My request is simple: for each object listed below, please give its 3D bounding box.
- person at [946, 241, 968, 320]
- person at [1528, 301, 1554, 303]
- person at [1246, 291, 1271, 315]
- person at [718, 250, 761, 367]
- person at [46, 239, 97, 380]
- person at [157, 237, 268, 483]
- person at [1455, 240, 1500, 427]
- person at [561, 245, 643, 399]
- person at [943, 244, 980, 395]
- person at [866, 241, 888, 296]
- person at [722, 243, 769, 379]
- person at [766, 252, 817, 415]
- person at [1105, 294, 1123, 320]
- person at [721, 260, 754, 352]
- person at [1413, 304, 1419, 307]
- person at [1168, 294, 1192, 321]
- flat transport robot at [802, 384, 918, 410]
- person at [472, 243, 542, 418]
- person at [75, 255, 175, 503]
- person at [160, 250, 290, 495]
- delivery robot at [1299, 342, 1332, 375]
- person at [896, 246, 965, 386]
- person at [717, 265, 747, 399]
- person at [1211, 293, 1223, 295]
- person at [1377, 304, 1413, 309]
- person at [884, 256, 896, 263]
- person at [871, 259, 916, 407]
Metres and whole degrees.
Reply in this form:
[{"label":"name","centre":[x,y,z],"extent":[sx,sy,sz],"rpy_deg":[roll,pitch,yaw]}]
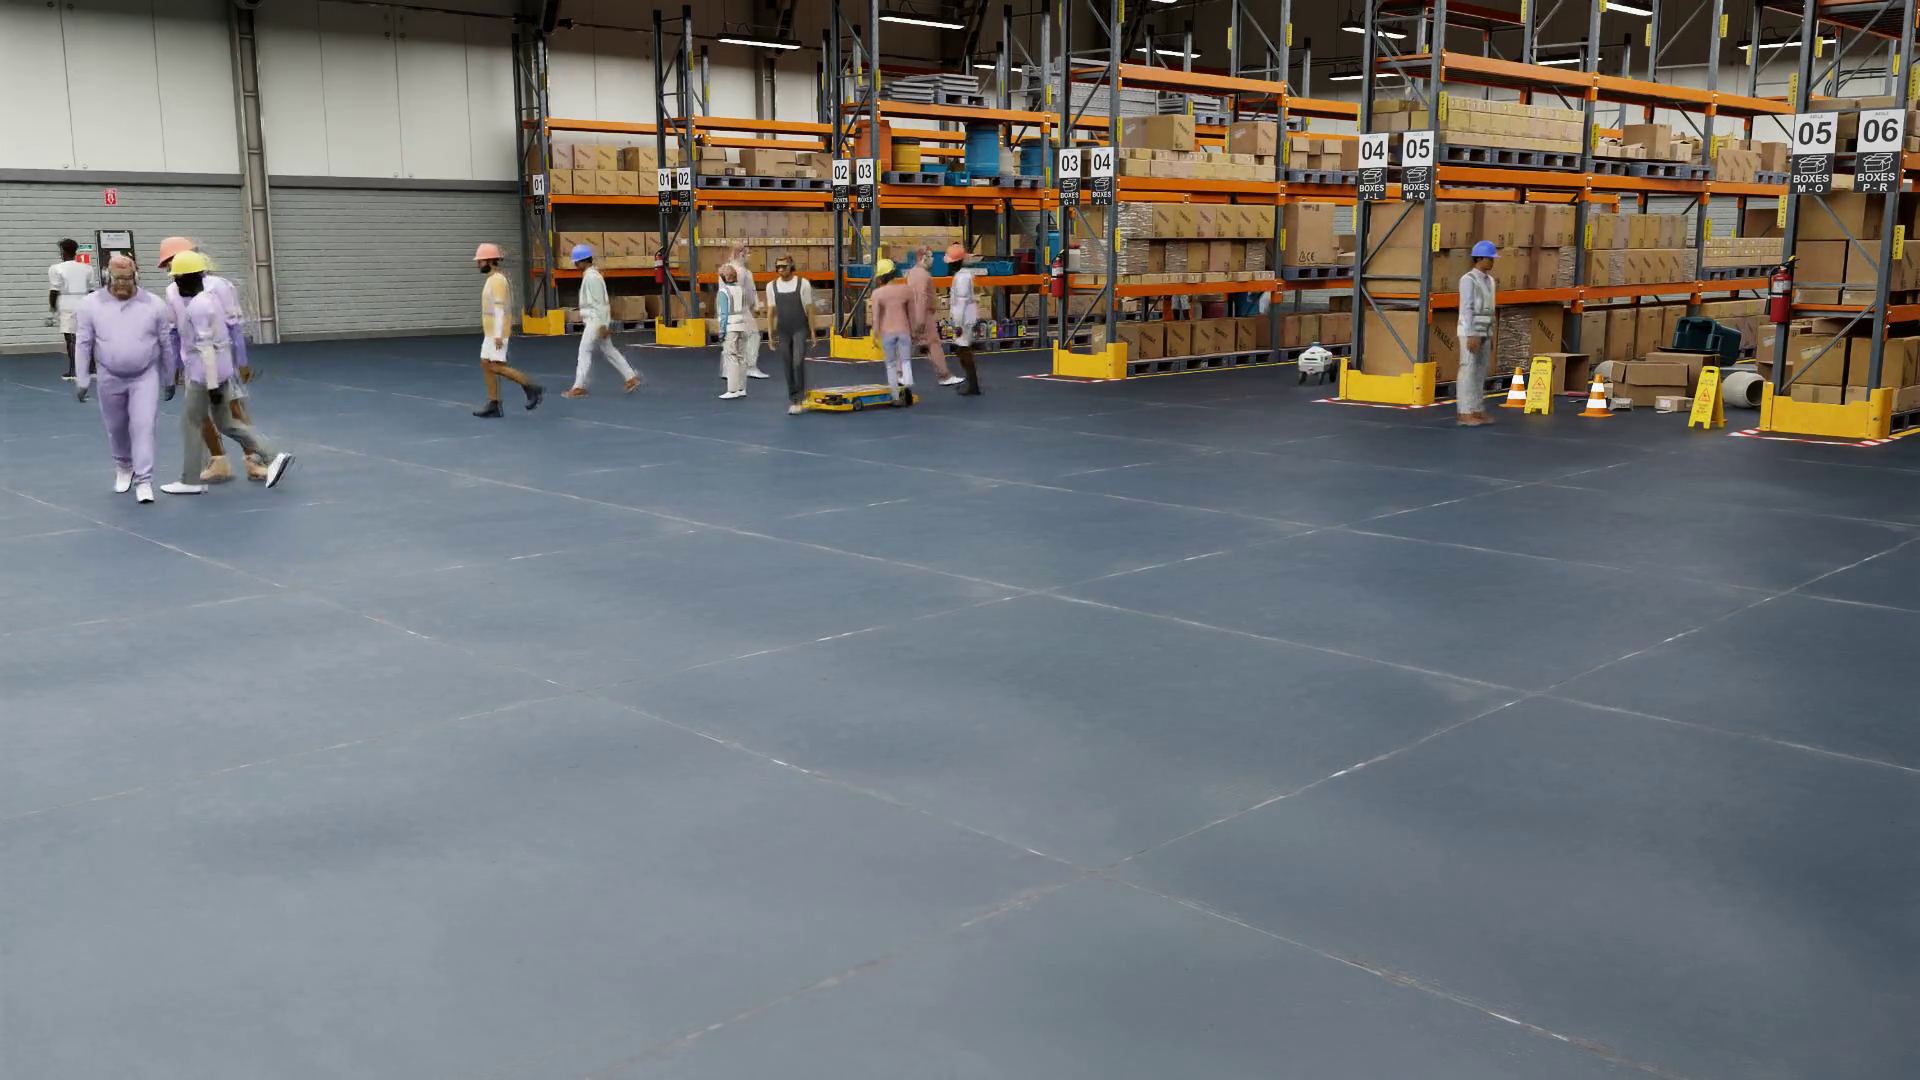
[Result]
[{"label":"person","centre":[-0.042,-5.136,33.904],"extent":[0.509,1.872,0.329],"rpy_deg":[3,11,18]},{"label":"person","centre":[9.323,-3.863,26.984],"extent":[1.016,1.872,0.599],"rpy_deg":[-10,14,-43]},{"label":"person","centre":[5.570,-4.558,30.700],"extent":[1.019,1.882,0.658],"rpy_deg":[-7,12,-33]},{"label":"person","centre":[-3.436,-3.597,25.736],"extent":[0.595,1.795,0.913],"rpy_deg":[-9,13,-39]},{"label":"person","centre":[-12.440,-3.219,23.310],"extent":[0.462,1.949,0.657],"rpy_deg":[7,13,35]},{"label":"person","centre":[-6.016,-1.440,13.453],"extent":[0.842,1.988,0.413],"rpy_deg":[2,11,10]},{"label":"person","centre":[5.494,-2.196,17.660],"extent":[0.401,1.948,0.609],"rpy_deg":[10,14,44]},{"label":"person","centre":[-4.464,-2.722,20.697],"extent":[0.980,1.898,0.641],"rpy_deg":[-3,11,-16]},{"label":"person","centre":[0.018,-2.771,20.942],"extent":[0.525,1.890,0.569],"rpy_deg":[-1,10,-7]},{"label":"person","centre":[-1.834,-5.438,35.584],"extent":[0.722,1.885,0.358],"rpy_deg":[-1,10,-6]},{"label":"person","centre":[-2.992,-3.181,23.219],"extent":[0.763,1.882,0.661],"rpy_deg":[-4,11,-22]},{"label":"person","centre":[-1.896,-2.292,18.552],"extent":[0.531,1.807,0.739],"rpy_deg":[2,11,10]},{"label":"person","centre":[3.222,-5.415,35.284],"extent":[0.546,1.922,0.570],"rpy_deg":[7,13,35]},{"label":"person","centre":[-3.771,-4.012,28.192],"extent":[0.948,1.714,0.529],"rpy_deg":[6,12,31]},{"label":"person","centre":[7.102,-3.641,26.351],"extent":[0.562,1.662,0.808],"rpy_deg":[0,10,2]},{"label":"person","centre":[4.066,-4.574,30.651],"extent":[0.542,1.938,0.357],"rpy_deg":[9,14,42]},{"label":"flat transport robot","centre":[-1.210,-1.688,19.577],"extent":[0.652,0.197,1.431],"rpy_deg":[9,14,39]},{"label":"person","centre":[-5.069,-2.321,18.424],"extent":[0.655,1.914,0.555],"rpy_deg":[-6,12,-28]},{"label":"person","centre":[-6.390,-1.257,12.763],"extent":[0.666,1.863,0.971],"rpy_deg":[-4,11,-23]},{"label":"person","centre":[-5.789,-1.303,12.956],"extent":[0.877,1.894,0.585],"rpy_deg":[-2,11,-10]},{"label":"delivery robot","centre":[4.874,-2.466,22.777],"extent":[0.477,0.478,0.707],"rpy_deg":[4,12,23]},{"label":"person","centre":[-0.463,-2.966,22.110],"extent":[0.986,1.852,0.664],"rpy_deg":[-3,11,-14]},{"label":"person","centre":[-2.812,-2.555,20.465],"extent":[0.314,1.636,0.515],"rpy_deg":[4,11,22]},{"label":"person","centre":[6.175,-6.149,39.579],"extent":[0.540,1.820,0.975],"rpy_deg":[7,12,32]},{"label":"person","centre":[6.004,-3.165,22.994],"extent":[0.431,1.927,0.653],"rpy_deg":[-9,14,-41]},{"label":"person","centre":[-1.328,-4.341,30.267],"extent":[0.521,1.614,0.699],"rpy_deg":[5,12,27]},{"label":"person","centre":[-0.760,-2.397,19.342],"extent":[0.551,1.736,0.552],"rpy_deg":[-3,11,-17]}]
